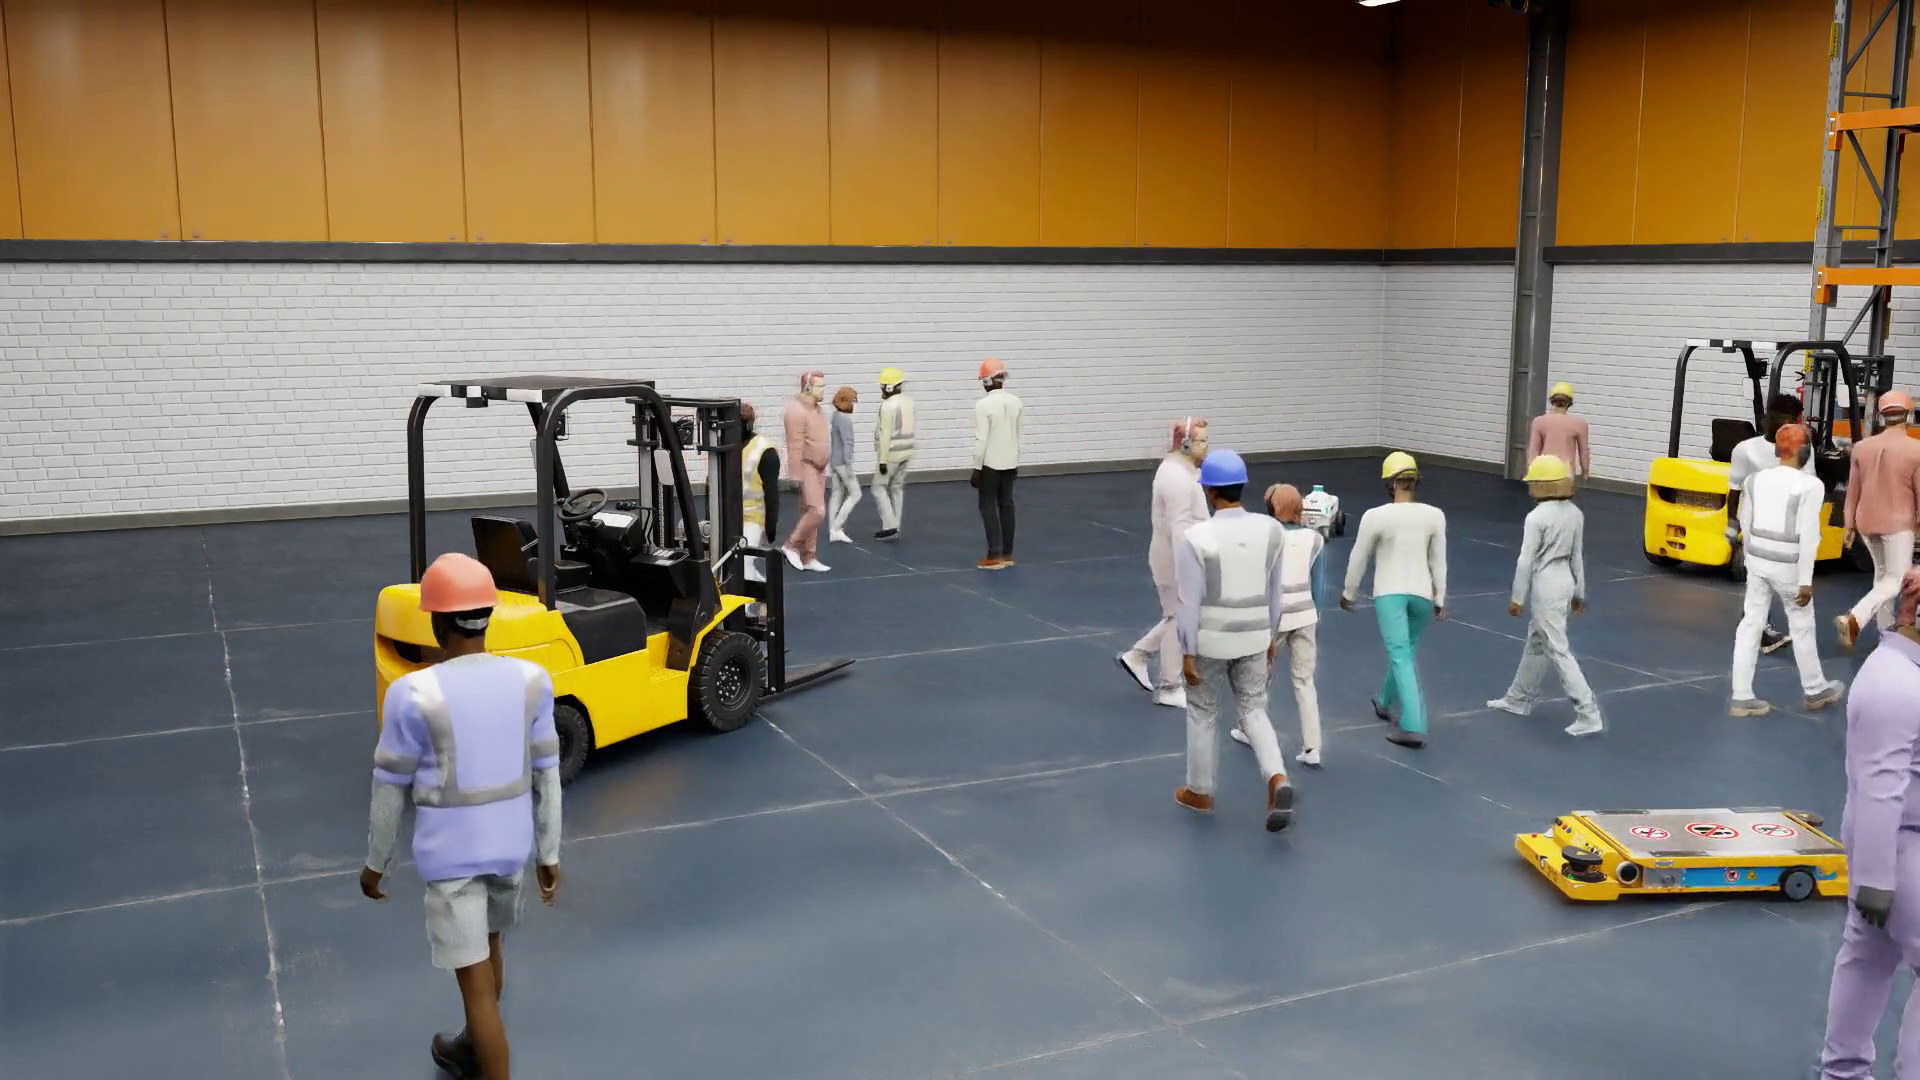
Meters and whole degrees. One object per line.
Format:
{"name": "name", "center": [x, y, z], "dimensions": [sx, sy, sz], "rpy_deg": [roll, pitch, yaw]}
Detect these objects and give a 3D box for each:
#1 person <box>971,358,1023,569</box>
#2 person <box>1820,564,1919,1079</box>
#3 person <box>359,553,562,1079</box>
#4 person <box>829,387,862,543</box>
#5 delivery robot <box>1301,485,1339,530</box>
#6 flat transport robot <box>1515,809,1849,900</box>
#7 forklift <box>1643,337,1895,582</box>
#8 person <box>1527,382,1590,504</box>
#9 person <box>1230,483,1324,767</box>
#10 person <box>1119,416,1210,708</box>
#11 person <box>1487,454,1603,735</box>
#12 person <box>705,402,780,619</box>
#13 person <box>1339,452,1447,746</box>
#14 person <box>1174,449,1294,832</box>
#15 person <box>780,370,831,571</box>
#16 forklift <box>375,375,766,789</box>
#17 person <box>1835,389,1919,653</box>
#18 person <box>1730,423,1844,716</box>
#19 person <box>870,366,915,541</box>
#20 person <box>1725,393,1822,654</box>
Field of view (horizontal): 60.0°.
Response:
{"name": "person", "center": [0.349, -0.716, 15.702], "dimensions": [0.628, 1.988, 0.463], "rpy_deg": [-9, 13, -44]}
{"name": "person", "center": [3.121, 1.007, 5.286], "dimensions": [0.657, 1.887, 0.673], "rpy_deg": [6, 11, 33]}
{"name": "person", "center": [-1.636, 0.986, 5.411], "dimensions": [0.564, 1.899, 0.922], "rpy_deg": [-9, 13, -43]}
{"name": "person", "center": [-1.185, -0.755, 17.071], "dimensions": [0.333, 1.617, 0.595], "rpy_deg": [-3, 10, -16]}
{"name": "delivery robot", "center": [3.751, -0.329, 17.434], "dimensions": [0.477, 0.478, 0.707], "rpy_deg": [4, 10, 21]}
{"name": "flat transport robot", "center": [3.384, 1.435, 7.658], "dimensions": [1.431, 0.197, 0.652], "rpy_deg": [0, 9, -3]}
{"name": "forklift", "center": [7.551, -0.789, 15.507], "dimensions": [2.313, 2.155, 1.214], "rpy_deg": [-4, 10, -25]}
{"name": "person", "center": [5.806, -0.653, 16.096], "dimensions": [0.543, 1.728, 0.850], "rpy_deg": [6, 11, 35]}
{"name": "person", "center": [1.859, 0.473, 9.541], "dimensions": [0.526, 1.597, 0.805], "rpy_deg": [-3, 10, -17]}
{"name": "person", "center": [1.357, 0.145, 10.678], "dimensions": [0.515, 1.894, 0.658], "rpy_deg": [2, 9, 10]}
{"name": "person", "center": [3.627, 0.322, 10.182], "dimensions": [0.481, 1.696, 0.889], "rpy_deg": [-7, 11, -36]}
{"name": "person", "center": [-1.659, -0.179, 12.899], "dimensions": [0.627, 1.816, 0.805], "rpy_deg": [6, 11, 33]}
{"name": "person", "center": [2.620, 0.330, 10.029], "dimensions": [0.547, 1.702, 0.907], "rpy_deg": [-2, 9, -11]}
{"name": "person", "center": [1.378, 0.504, 8.336], "dimensions": [0.615, 1.922, 0.801], "rpy_deg": [-3, 10, -17]}
{"name": "person", "center": [-1.368, -0.624, 15.408], "dimensions": [0.423, 1.890, 0.665], "rpy_deg": [3, 10, 17]}
{"name": "forklift", "center": [-2.268, 0.149, 9.685], "dimensions": [1.214, 2.155, 2.313], "rpy_deg": [6, 11, 32]}
{"name": "person", "center": [6.688, -0.110, 12.062], "dimensions": [0.853, 1.948, 0.618], "rpy_deg": [-4, 10, -25]}
{"name": "person", "center": [5.262, 0.185, 10.531], "dimensions": [0.945, 1.840, 0.606], "rpy_deg": [-4, 10, -25]}
{"name": "person", "center": [-0.705, -0.889, 17.264], "dimensions": [0.442, 1.827, 0.618], "rpy_deg": [5, 10, 28]}
{"name": "person", "center": [6.044, -0.126, 12.310], "dimensions": [0.598, 1.899, 0.995], "rpy_deg": [-1, 9, -4]}
